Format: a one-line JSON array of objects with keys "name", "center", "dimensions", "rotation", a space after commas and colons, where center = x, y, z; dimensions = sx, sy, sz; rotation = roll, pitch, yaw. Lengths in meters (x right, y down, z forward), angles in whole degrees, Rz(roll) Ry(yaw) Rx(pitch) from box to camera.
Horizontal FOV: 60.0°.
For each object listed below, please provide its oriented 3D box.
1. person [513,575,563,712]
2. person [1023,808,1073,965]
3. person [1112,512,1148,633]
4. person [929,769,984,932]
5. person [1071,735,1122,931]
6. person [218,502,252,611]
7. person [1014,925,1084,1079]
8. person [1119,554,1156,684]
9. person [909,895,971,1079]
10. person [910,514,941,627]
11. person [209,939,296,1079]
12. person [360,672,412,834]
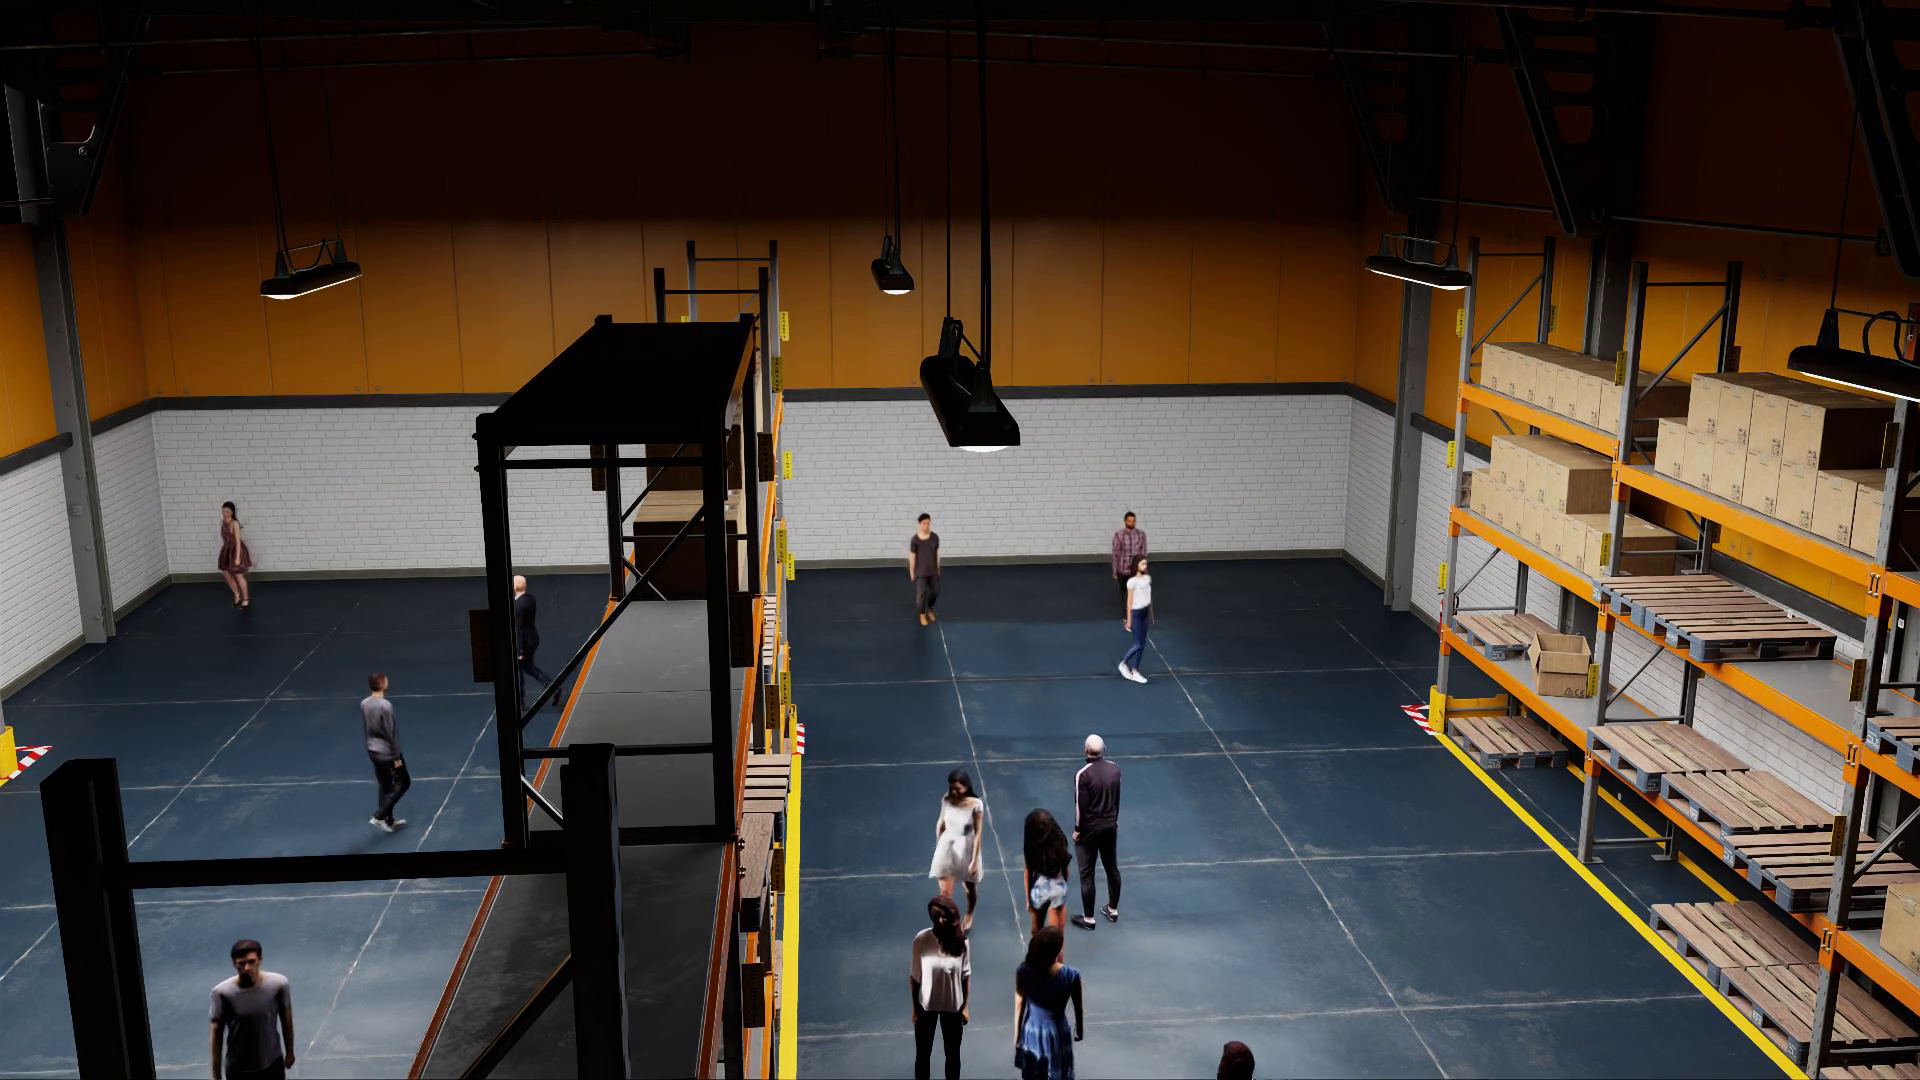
[{"name": "person", "center": [-5.428, 1.315, 21.003], "dimensions": [0.952, 1.787, 1.062], "rotation": [3, 14, 12]}, {"name": "person", "center": [0.762, 3.106, 14.087], "dimensions": [0.558, 1.562, 1.046], "rotation": [-1, 14, -4]}, {"name": "person", "center": [2.505, 0.440, 24.714], "dimensions": [0.752, 1.741, 1.004], "rotation": [-2, 14, -10]}, {"name": "person", "center": [0.043, 2.837, 14.893], "dimensions": [0.990, 1.706, 1.310], "rotation": [5, 15, 21]}, {"name": "person", "center": [1.267, 2.673, 15.295], "dimensions": [0.763, 1.834, 0.751], "rotation": [-9, 16, -32]}, {"name": "person", "center": [-11.088, 0.261, 25.473], "dimensions": [0.796, 1.732, 0.850], "rotation": [11, 17, 38]}, {"name": "person", "center": [0.594, 3.598, 11.609], "dimensions": [0.808, 1.772, 1.059], "rotation": [3, 14, 10]}, {"name": "person", "center": [2.306, 1.041, 22.190], "dimensions": [0.815, 1.762, 0.756], "rotation": [12, 18, 40]}, {"name": "person", "center": [-0.152, 3.440, 12.211], "dimensions": [0.608, 1.795, 0.520], "rotation": [-2, 14, -8]}, {"name": "person", "center": [-0.532, 0.421, 24.864], "dimensions": [0.706, 1.707, 0.693], "rotation": [-5, 14, -20]}, {"name": "person", "center": [-4.887, 3.596, 11.513], "dimensions": [0.924, 1.820, 1.281], "rotation": [-5, 15, -20]}, {"name": "person", "center": [-6.023, 2.239, 17.256], "dimensions": [0.817, 1.755, 0.881], "rotation": [8, 16, 29]}]
